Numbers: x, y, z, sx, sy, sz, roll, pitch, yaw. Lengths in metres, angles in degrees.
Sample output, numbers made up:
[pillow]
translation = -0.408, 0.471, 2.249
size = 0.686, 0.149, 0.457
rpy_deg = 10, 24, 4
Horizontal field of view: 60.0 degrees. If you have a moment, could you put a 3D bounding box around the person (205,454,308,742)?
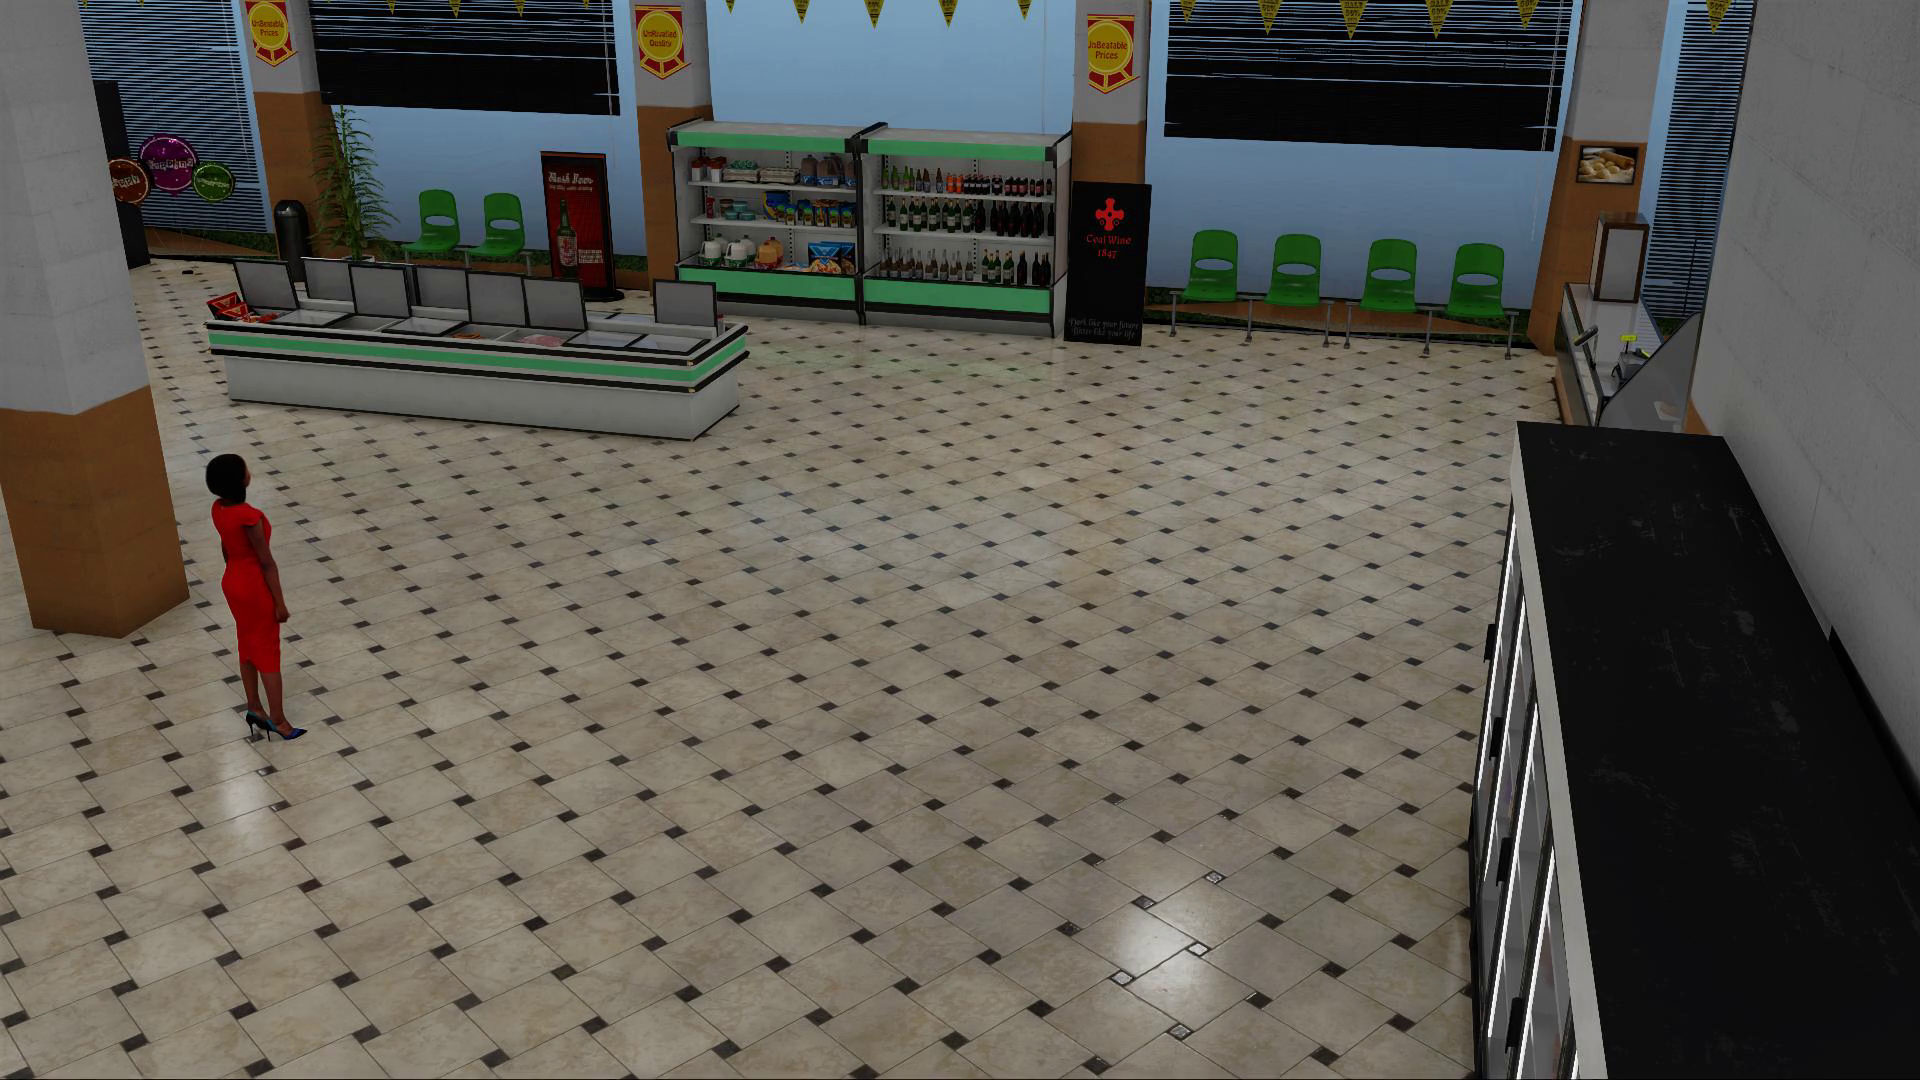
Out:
[person]
translation = -4.048, 0.331, 9.502
size = 0.554, 1.740, 0.690
rpy_deg = 15, 27, 33
